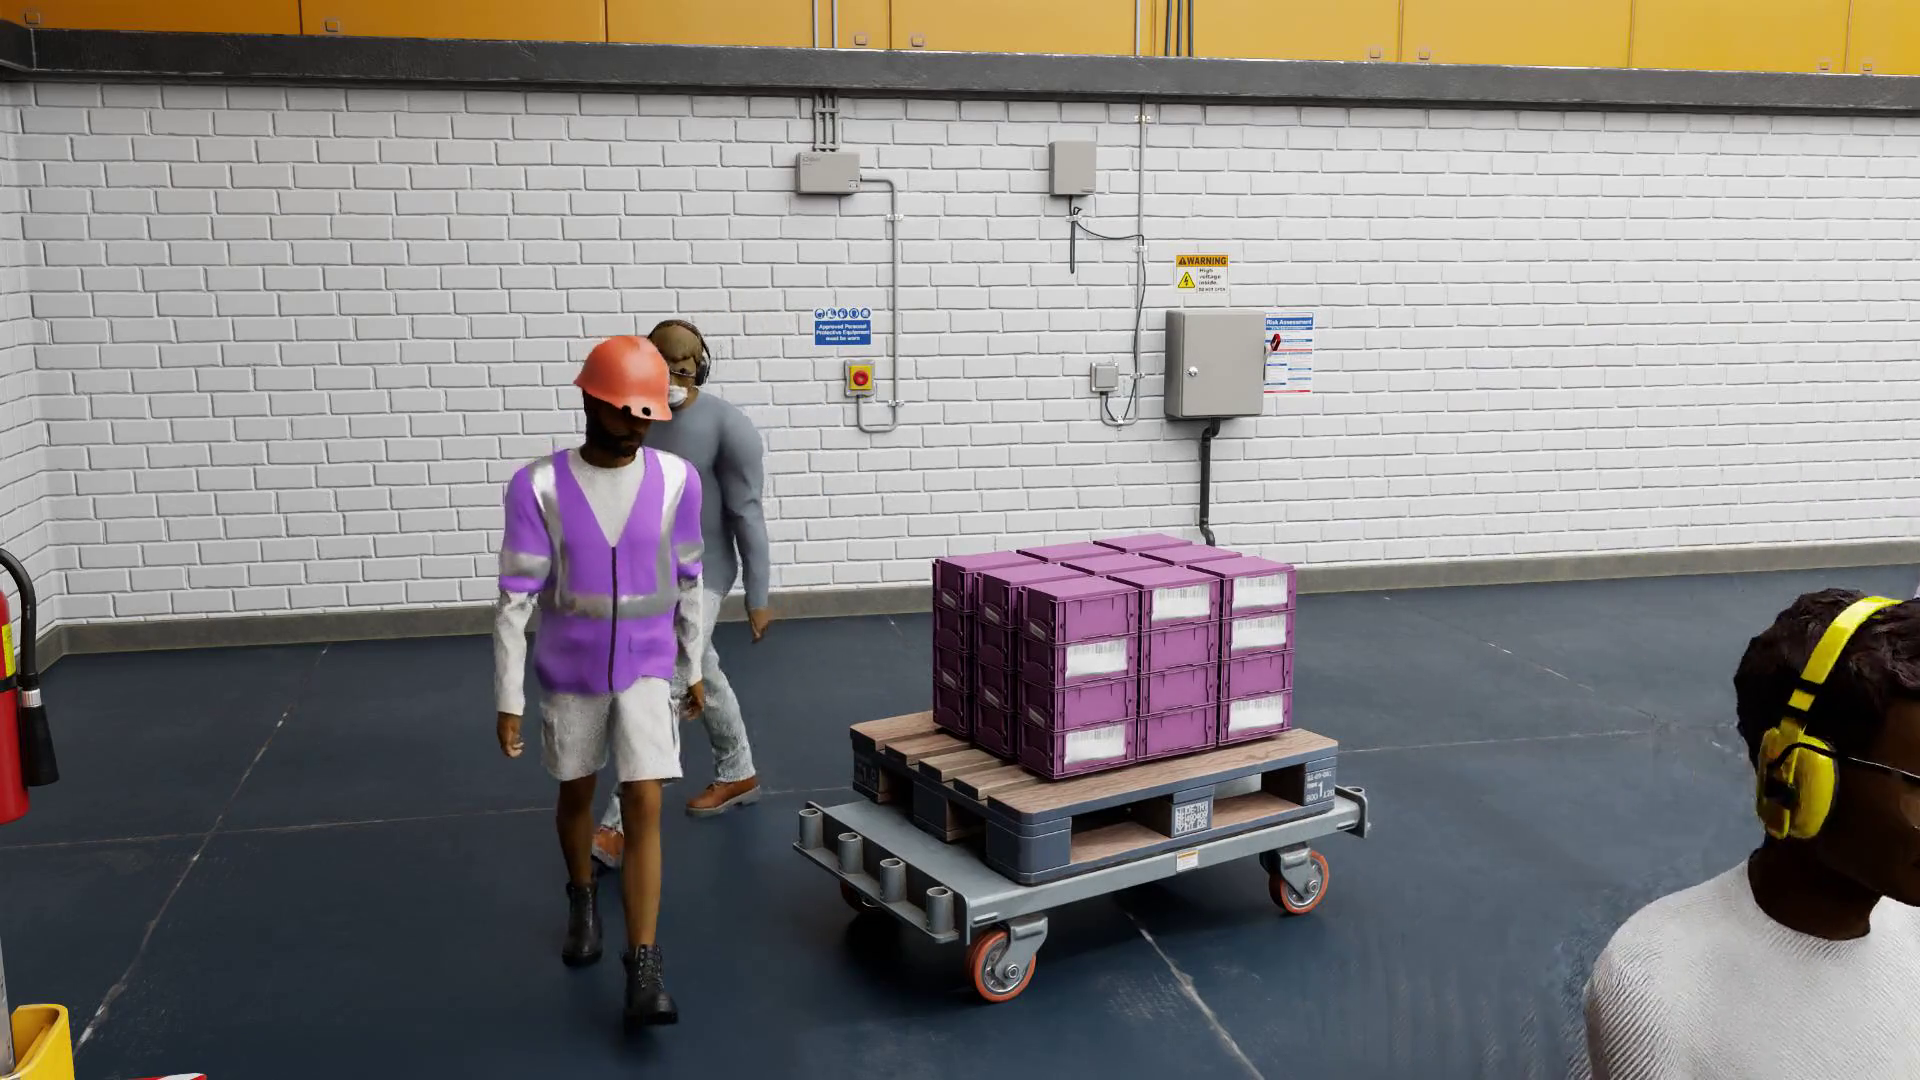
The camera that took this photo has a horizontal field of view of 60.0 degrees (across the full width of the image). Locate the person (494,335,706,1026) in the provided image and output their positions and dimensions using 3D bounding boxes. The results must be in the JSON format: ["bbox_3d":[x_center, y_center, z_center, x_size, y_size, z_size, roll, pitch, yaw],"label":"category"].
[{"bbox_3d":[-0.973,0.380,4.590,0.589,1.862,1.018,-3,11,-16],"label":"person"}]

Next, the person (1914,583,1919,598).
[{"bbox_3d":[2.311,0.489,4.021,0.899,1.871,0.600,5,11,24],"label":"person"}]

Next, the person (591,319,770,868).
[{"bbox_3d":[-1.023,0.170,5.801,0.710,1.861,1.044,7,12,34],"label":"person"}]

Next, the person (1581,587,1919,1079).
[{"bbox_3d":[0.774,0.932,1.716,0.526,1.822,0.991,-4,11,-23],"label":"person"}]
